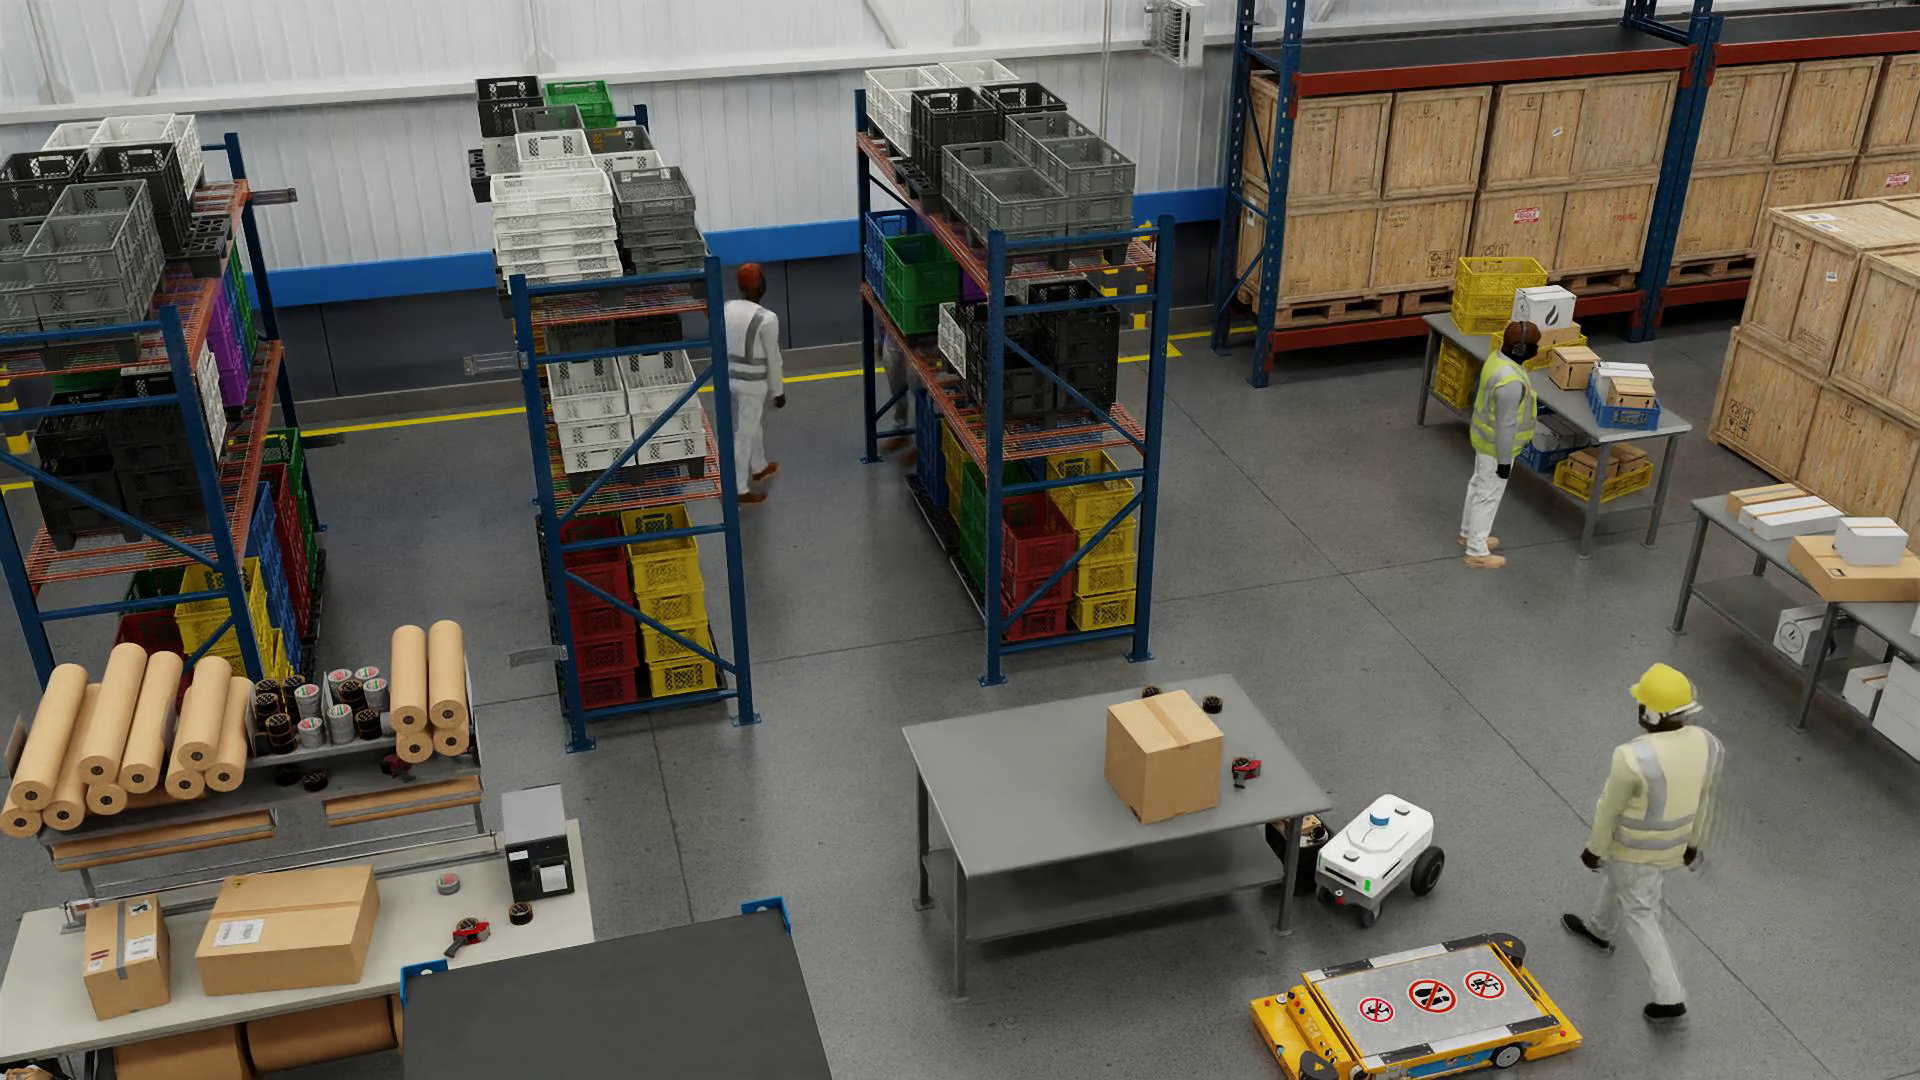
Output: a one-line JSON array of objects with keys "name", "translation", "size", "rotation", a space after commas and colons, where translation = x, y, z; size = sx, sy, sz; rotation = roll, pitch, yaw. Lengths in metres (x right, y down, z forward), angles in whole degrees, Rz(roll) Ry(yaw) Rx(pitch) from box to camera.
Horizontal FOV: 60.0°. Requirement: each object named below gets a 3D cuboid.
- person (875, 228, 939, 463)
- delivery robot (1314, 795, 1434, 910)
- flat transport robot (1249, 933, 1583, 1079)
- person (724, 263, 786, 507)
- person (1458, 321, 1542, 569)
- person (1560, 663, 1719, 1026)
[{"name": "person", "translation": [-0.415, -1.555, 13.244], "size": [0.635, 1.937, 0.352], "rotation": [20, 35, 32]}, {"name": "delivery robot", "translation": [2.190, 1.630, 8.780], "size": [0.477, 0.478, 0.707], "rotation": [24, 37, 37]}, {"name": "flat transport robot", "translation": [2.184, 2.282, 7.980], "size": [1.431, 0.197, 0.652], "rotation": [-8, 30, -14]}, {"name": "person", "translation": [-1.602, -1.183, 12.678], "size": [0.677, 1.846, 0.592], "rotation": [-25, 38, -38]}, {"name": "person", "translation": [3.823, -0.683, 11.772], "size": [0.431, 1.836, 0.619], "rotation": [6, 29, 10]}, {"name": "person", "translation": [3.339, 1.450, 7.935], "size": [0.588, 1.795, 0.879], "rotation": [-15, 32, -25]}]
